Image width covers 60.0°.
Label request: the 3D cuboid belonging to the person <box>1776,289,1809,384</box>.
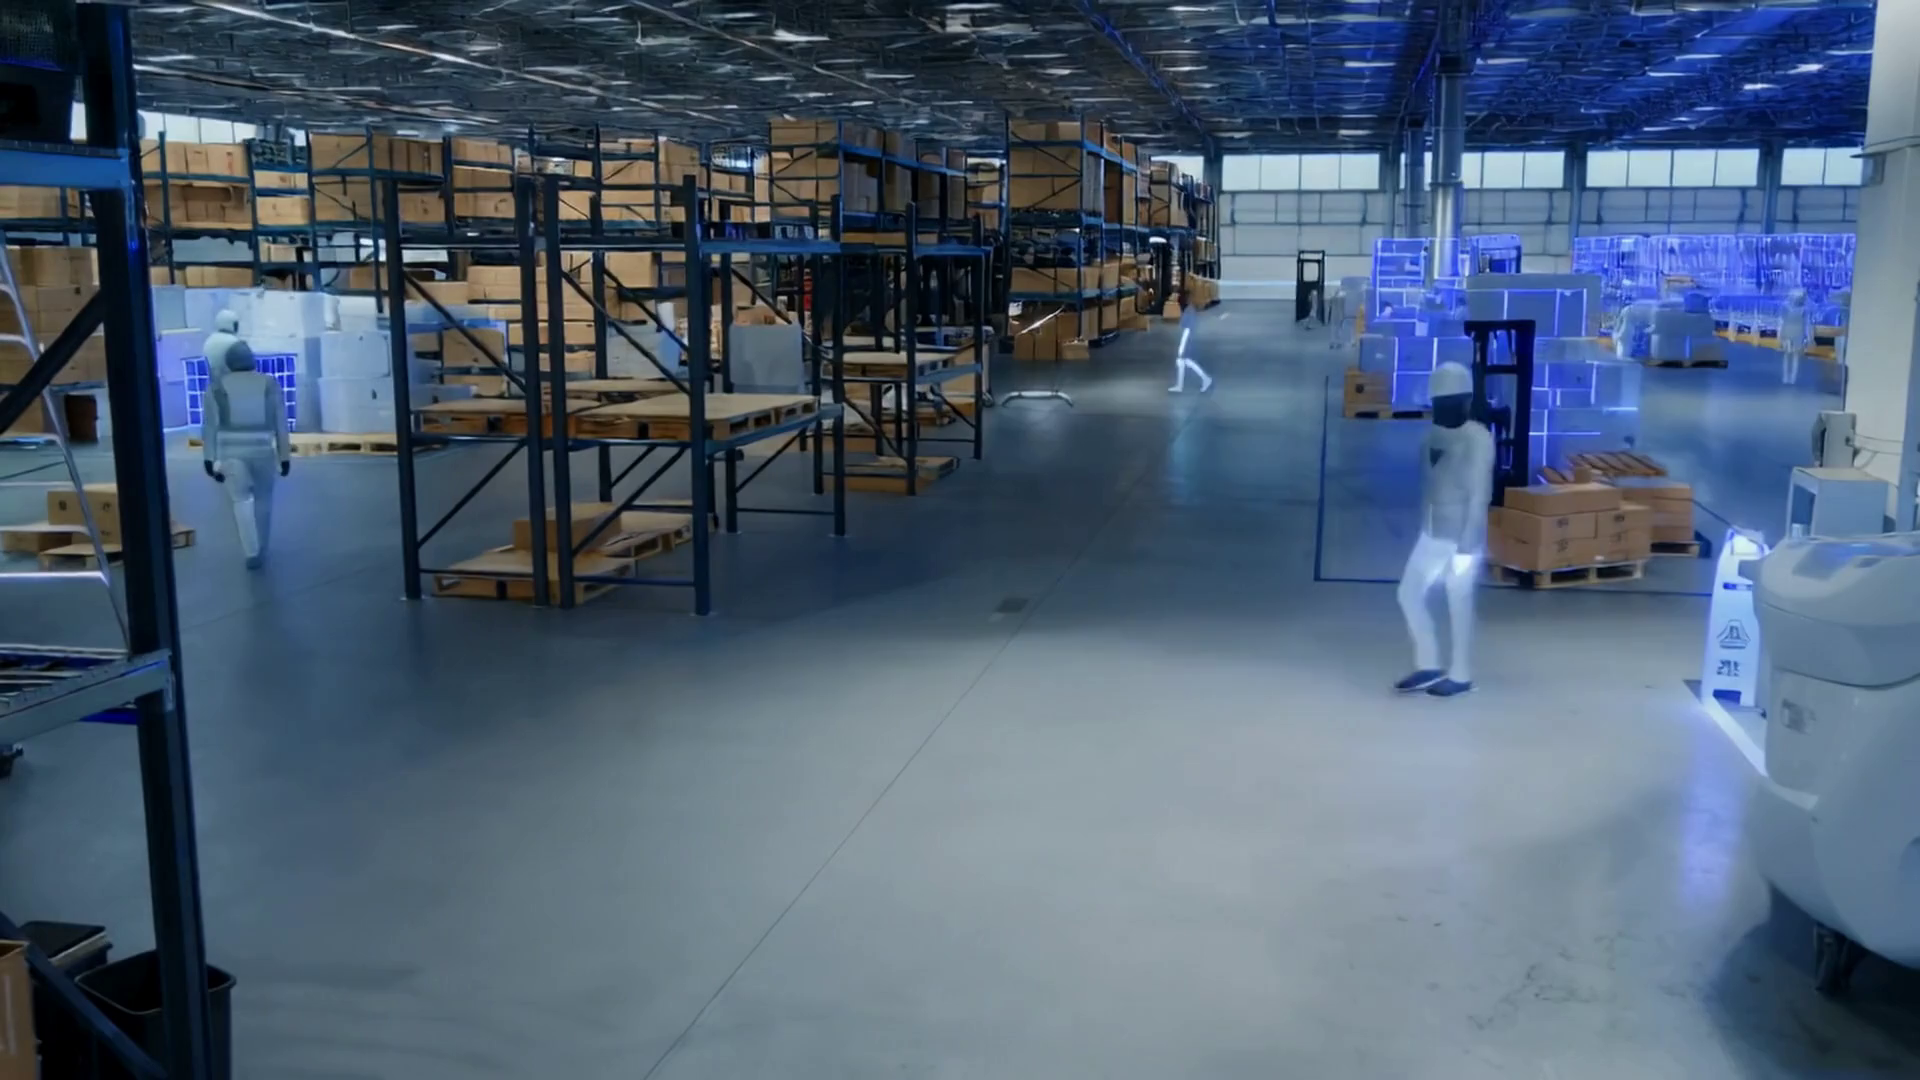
[{"bbox_3d":[16.653,-4.074,33.280,0.546,1.896,0.992,6,11,30],"label":"person"}]

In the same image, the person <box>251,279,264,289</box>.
[{"bbox_3d":[-18.202,-5.836,43.489,0.902,1.970,0.623,1,10,6],"label":"person"}]

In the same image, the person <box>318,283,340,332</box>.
[{"bbox_3d":[-14.614,-4.950,38.336,0.630,1.931,0.366,-7,12,-36],"label":"person"}]

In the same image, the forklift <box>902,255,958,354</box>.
[{"bbox_3d":[-0.792,-6.130,42.506,1.129,2.768,1.873,2,10,12],"label":"forklift"}]

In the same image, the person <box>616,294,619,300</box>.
[{"bbox_3d":[-8.479,-5.249,40.983,0.527,1.631,0.321,1,10,3],"label":"person"}]

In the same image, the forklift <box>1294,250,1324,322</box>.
[{"bbox_3d":[13.778,-10.002,65.433,1.129,2.768,1.873,2,10,12],"label":"forklift"}]

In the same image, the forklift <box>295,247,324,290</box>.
[{"bbox_3d":[-19.566,-7.476,50.475,1.129,2.768,1.873,-2,10,-12],"label":"forklift"}]

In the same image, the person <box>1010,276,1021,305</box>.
[{"bbox_3d":[1.923,-8.362,58.198,0.391,2.040,0.615,-3,10,-18],"label":"person"}]

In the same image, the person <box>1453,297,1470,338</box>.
[{"bbox_3d":[11.374,-4.709,37.817,0.488,1.622,0.532,-2,10,-11],"label":"person"}]

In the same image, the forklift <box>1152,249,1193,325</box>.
[{"bbox_3d":[7.646,-9.320,61.395,1.873,2.768,1.129,2,10,11],"label":"forklift"}]

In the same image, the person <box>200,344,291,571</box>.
[{"bbox_3d":[-5.792,-0.685,13.480,0.652,1.789,0.947,-5,11,-29],"label":"person"}]

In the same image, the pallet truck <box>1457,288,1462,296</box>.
[{"bbox_3d":[20.506,-9.785,68.819,0.653,1.274,1.630,2,10,12],"label":"pallet truck"}]

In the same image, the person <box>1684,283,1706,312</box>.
[{"bbox_3d":[21.064,-6.458,47.659,0.602,1.798,0.877,3,10,15],"label":"person"}]

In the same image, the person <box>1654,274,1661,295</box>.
[{"bbox_3d":[34.216,-12.234,81.804,0.614,1.810,0.604,3,10,16],"label":"person"}]

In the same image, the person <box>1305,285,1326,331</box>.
[{"bbox_3d":[12.344,-8.046,57.657,0.802,1.594,0.502,3,10,19],"label":"person"}]

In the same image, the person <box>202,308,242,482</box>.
[{"bbox_3d":[-8.074,-1.586,18.385,0.635,1.937,0.361,6,11,31],"label":"person"}]

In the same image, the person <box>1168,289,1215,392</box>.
[{"bbox_3d":[4.297,-3.677,30.768,0.782,1.940,0.611,0,10,2],"label":"person"}]

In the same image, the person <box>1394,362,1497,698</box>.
[{"bbox_3d":[2.687,-0.040,9.309,0.570,1.904,0.628,-4,10,-22],"label":"person"}]

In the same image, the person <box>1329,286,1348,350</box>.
[{"bbox_3d":[10.387,-6.093,45.645,0.520,1.742,0.551,2,10,10],"label":"person"}]

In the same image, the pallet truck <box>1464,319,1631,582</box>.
[{"bbox_3d":[4.543,-0.757,13.299,0.823,1.965,1.885,-4,10,-22],"label":"pallet truck"}]

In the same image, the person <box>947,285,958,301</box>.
[{"bbox_3d":[-0.286,-7.065,51.540,0.534,1.698,0.318,9,13,44],"label":"person"}]

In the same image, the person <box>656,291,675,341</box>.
[{"bbox_3d":[-7.423,-5.403,41.777,0.576,1.667,0.552,-6,11,-33],"label":"person"}]

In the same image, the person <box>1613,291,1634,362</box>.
[{"bbox_3d":[12.957,-3.960,32.697,0.670,1.848,0.565,4,10,21],"label":"person"}]
